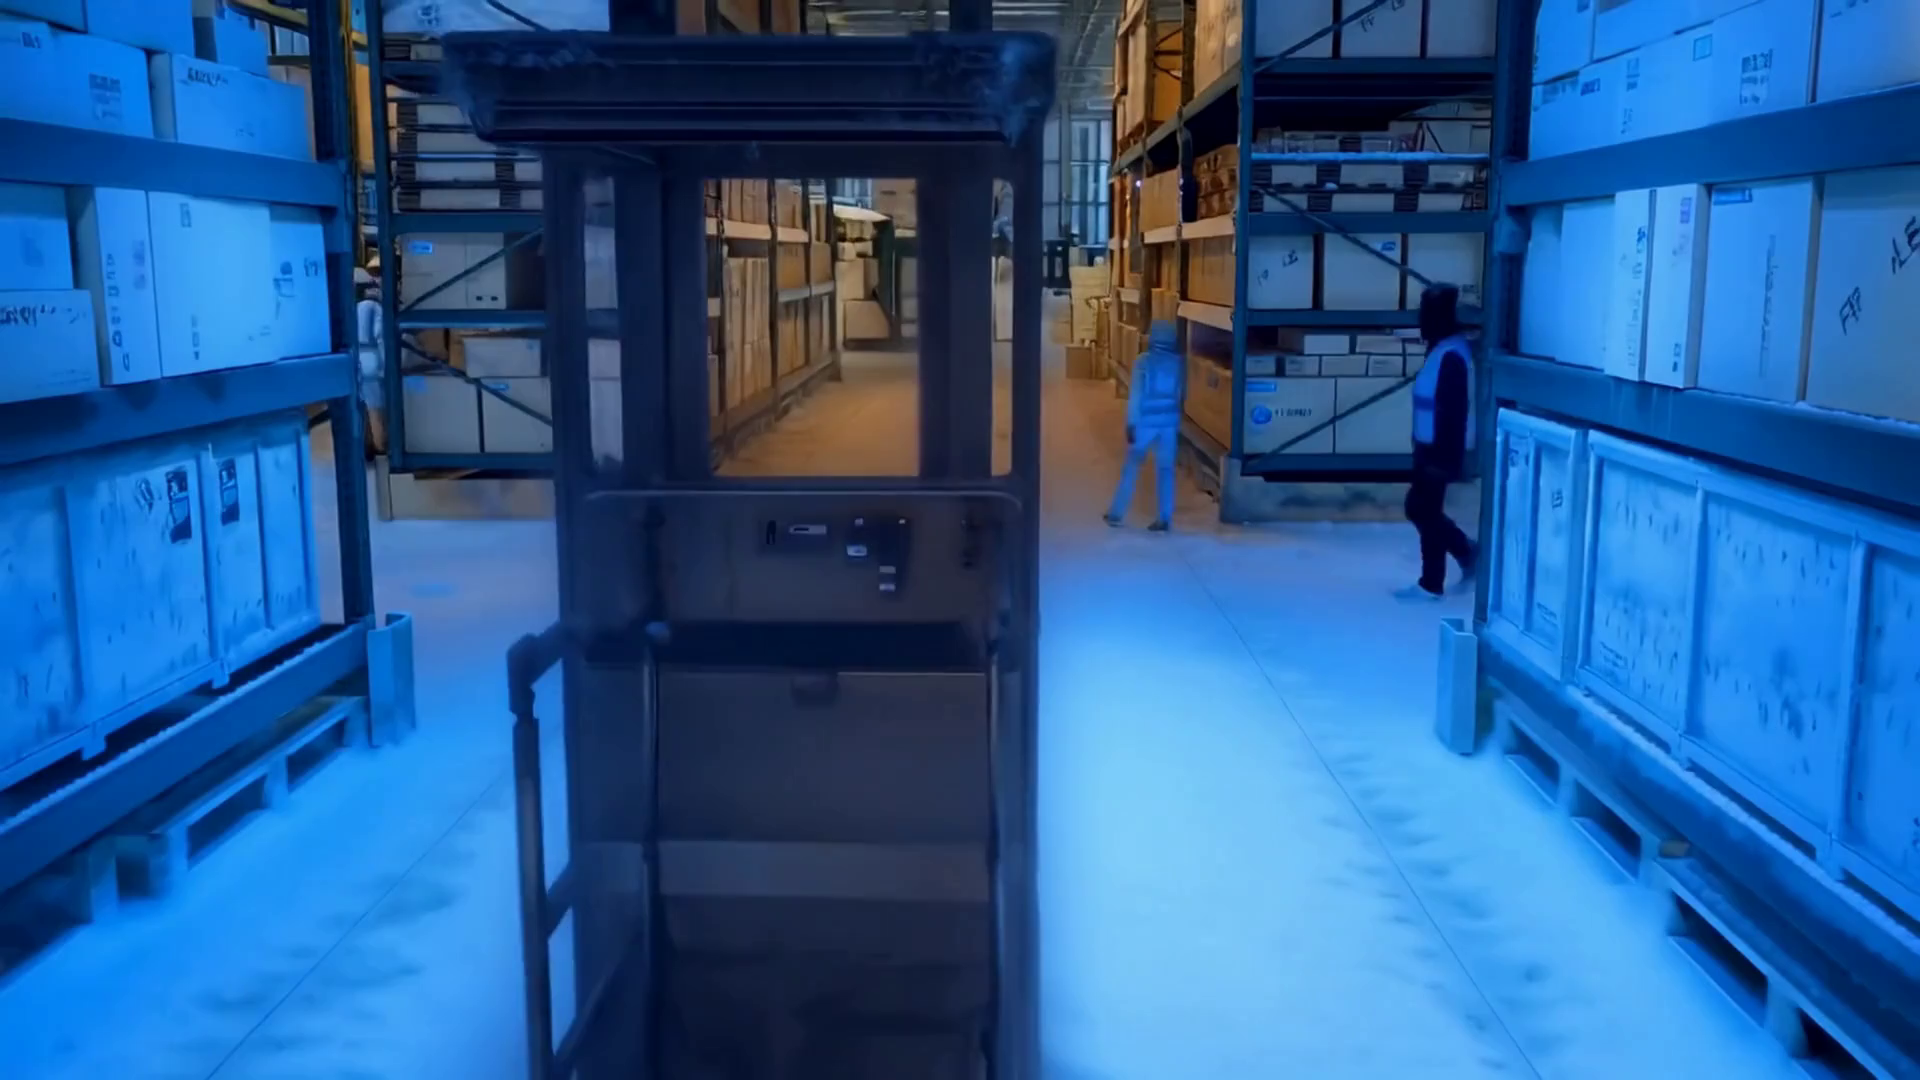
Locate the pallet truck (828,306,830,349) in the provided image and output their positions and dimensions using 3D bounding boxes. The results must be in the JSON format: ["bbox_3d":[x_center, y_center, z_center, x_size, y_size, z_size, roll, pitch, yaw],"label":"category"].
[{"bbox_3d":[-3.100,-3.940,29.800,1.885,1.965,0.823,3,10,19],"label":"pallet truck"}]

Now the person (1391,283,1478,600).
[{"bbox_3d":[2.850,-0.561,9.848,0.477,1.901,0.596,2,10,11],"label":"person"}]

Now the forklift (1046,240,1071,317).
[{"bbox_3d":[3.557,-9.445,60.139,1.129,2.768,1.873,-7,12,-38],"label":"forklift"}]

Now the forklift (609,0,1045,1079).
[{"bbox_3d":[-0.356,-0.087,4.083,1.129,2.768,1.873,0,9,1],"label":"forklift"}]

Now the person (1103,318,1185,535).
[{"bbox_3d":[1.410,-0.862,12.547,0.535,1.604,0.762,-5,11,-29],"label":"person"}]

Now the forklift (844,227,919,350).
[{"bbox_3d":[-1.720,-5.802,38.317,1.873,2.768,1.129,0,9,0],"label":"forklift"}]

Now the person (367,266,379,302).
[{"bbox_3d":[-19.328,-8.100,55.045,0.487,1.891,0.633,-3,10,-17],"label":"person"}]

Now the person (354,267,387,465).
[{"bbox_3d":[-5.802,-1.649,16.051,0.614,2.021,0.901,-2,10,-12],"label":"person"}]
